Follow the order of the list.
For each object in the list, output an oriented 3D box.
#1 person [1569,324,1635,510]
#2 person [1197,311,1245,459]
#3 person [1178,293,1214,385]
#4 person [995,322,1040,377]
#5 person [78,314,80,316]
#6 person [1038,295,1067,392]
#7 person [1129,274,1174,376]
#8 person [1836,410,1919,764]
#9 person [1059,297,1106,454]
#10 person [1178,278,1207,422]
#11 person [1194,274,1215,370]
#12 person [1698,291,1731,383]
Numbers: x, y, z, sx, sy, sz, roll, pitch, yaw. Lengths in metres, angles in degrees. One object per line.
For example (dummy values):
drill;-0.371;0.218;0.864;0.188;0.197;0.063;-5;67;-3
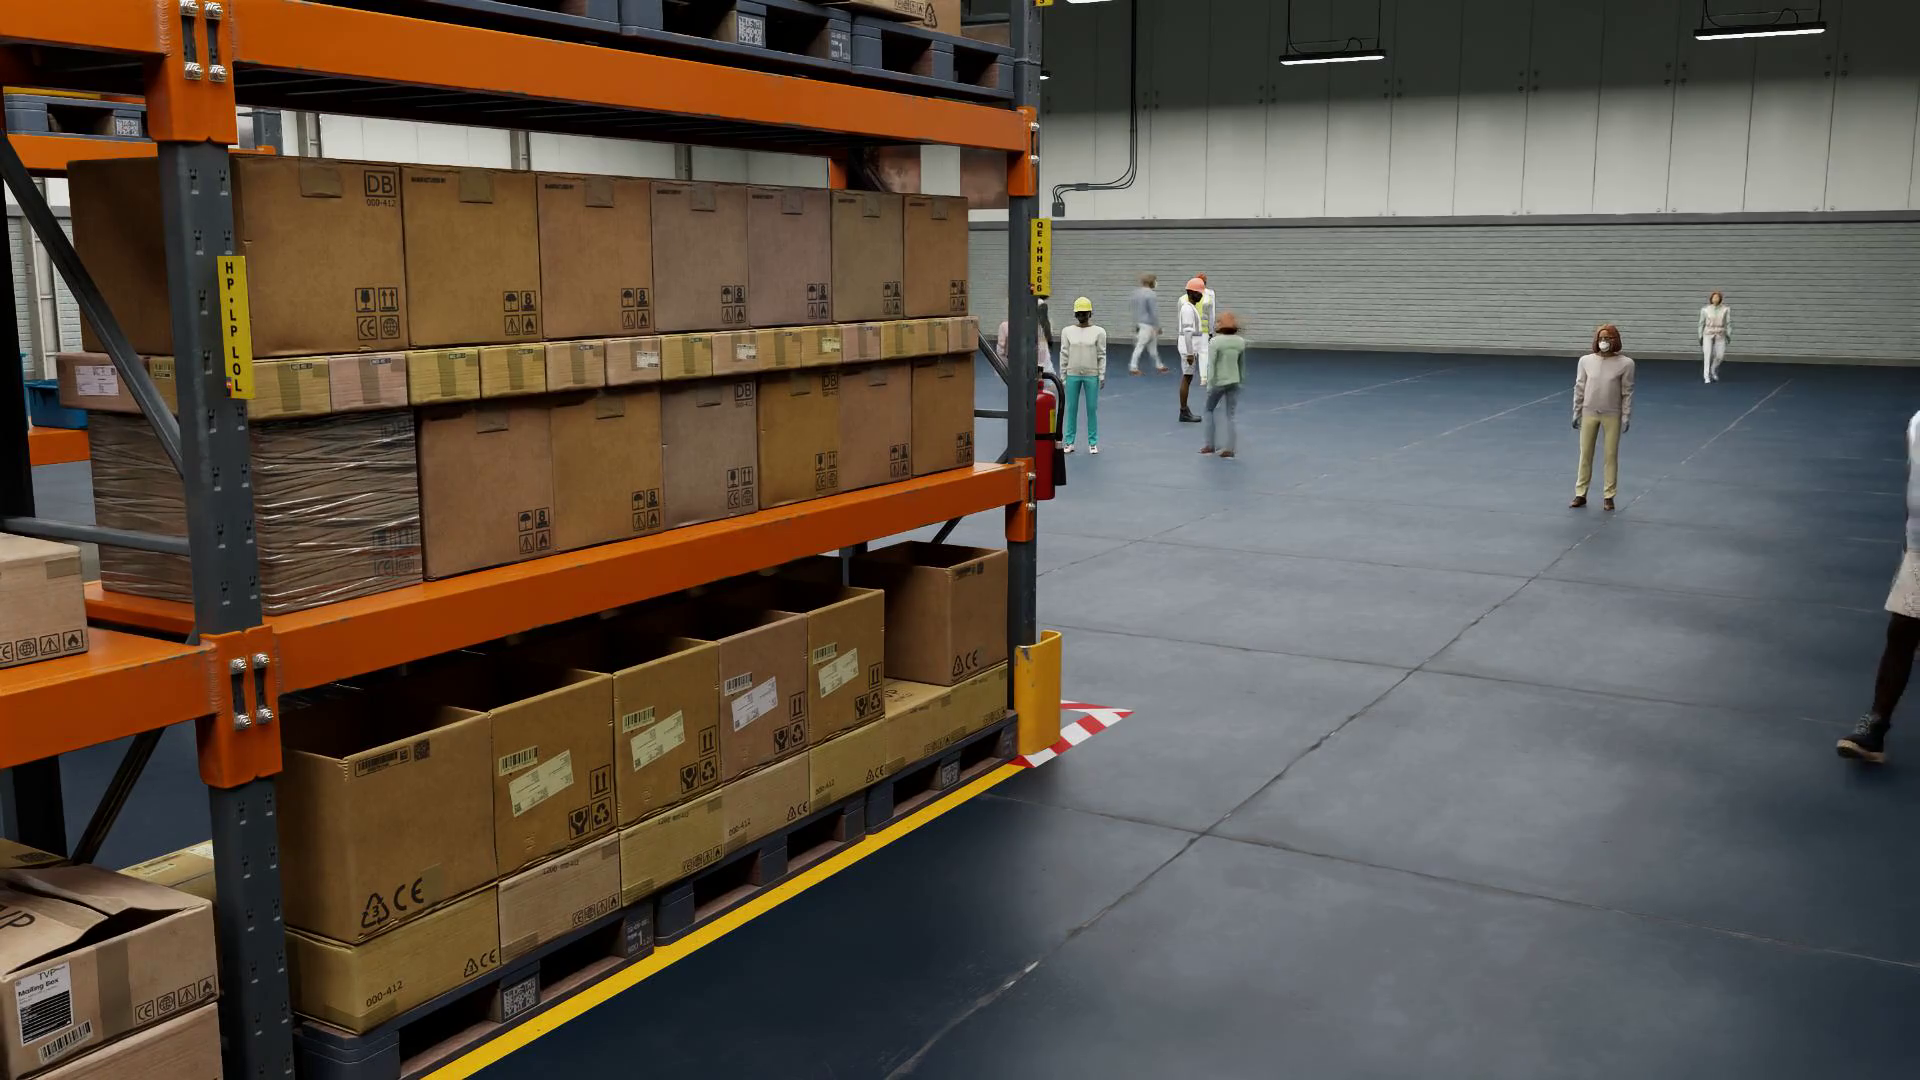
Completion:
person;5.652;-1.080;14.652;0.498;1.634;0.278;6;12;33
person;2.880;-1.711;18.383;0.539;1.611;0.596;-5;11;-27
person;4.079;-3.595;28.774;0.627;1.843;0.429;2;10;12
person;0.709;-2.156;20.708;0.526;1.722;0.901;3;10;16
person;-9.952;-1.908;19.270;0.540;1.716;0.926;3;10;20
person;1.377;-3.291;27.131;0.955;1.791;0.651;-2;10;-9
person;3.592;-3.991;30.931;1.000;1.887;0.647;-2;10;-14
person;4.237;0.058;7.166;0.929;1.909;0.630;-3;10;-18
person;1.382;-1.851;18.782;0.533;1.768;0.311;2;10;11
person;3.126;-2.553;22.414;0.374;1.929;0.542;2;10;10
person;4.703;-4.276;32.633;0.584;1.882;0.344;0;10;-1
person;13.220;-3.554;29.160;0.533;1.624;0.401;3;10;15
